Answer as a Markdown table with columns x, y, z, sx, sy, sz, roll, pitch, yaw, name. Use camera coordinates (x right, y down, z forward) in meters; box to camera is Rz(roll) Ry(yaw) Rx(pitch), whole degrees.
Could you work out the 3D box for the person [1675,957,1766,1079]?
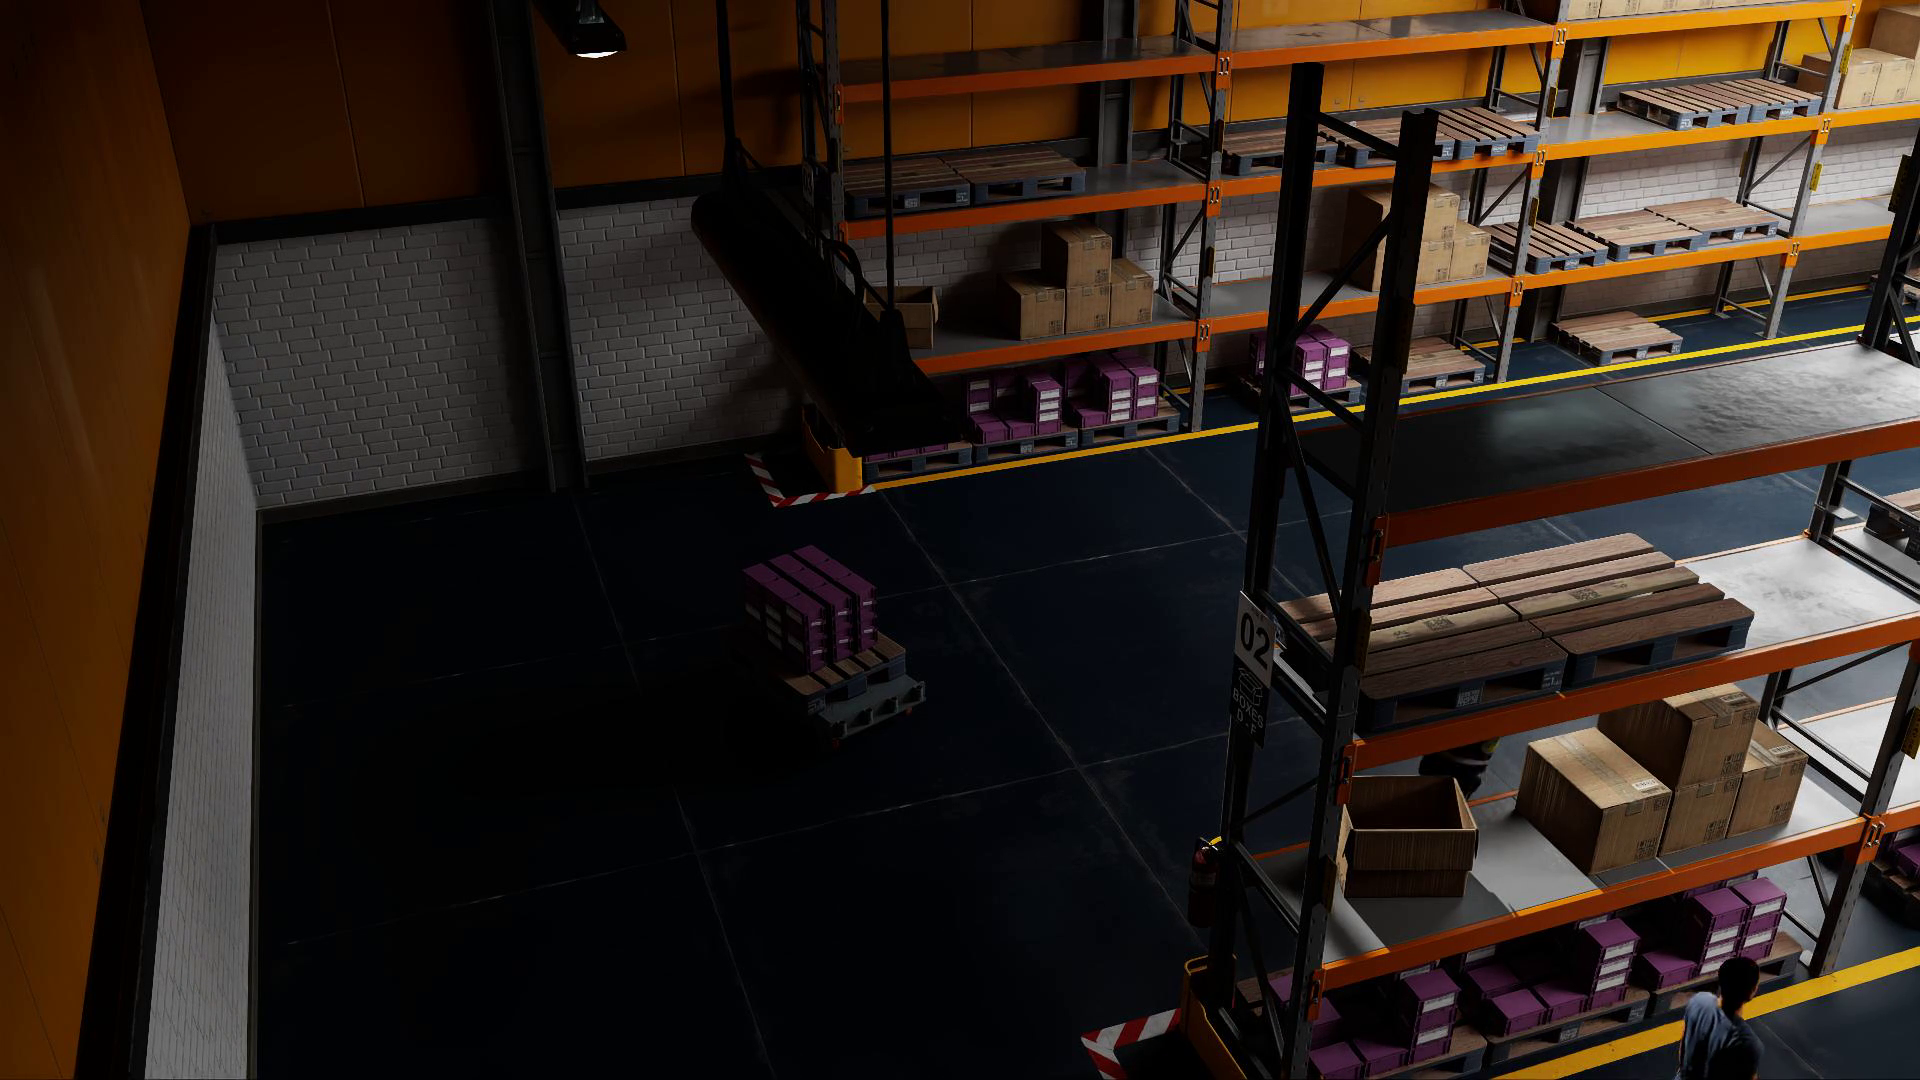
| x | y | z | sx | sy | sz | roll | pitch | yaw | name |
| --- | --- | --- | --- | --- | --- | --- | --- | --- | --- |
| 3.891 | 2.980 | 8.812 | 0.848 | 1.792 | 0.714 | -7 | 29 | -12 | person |
